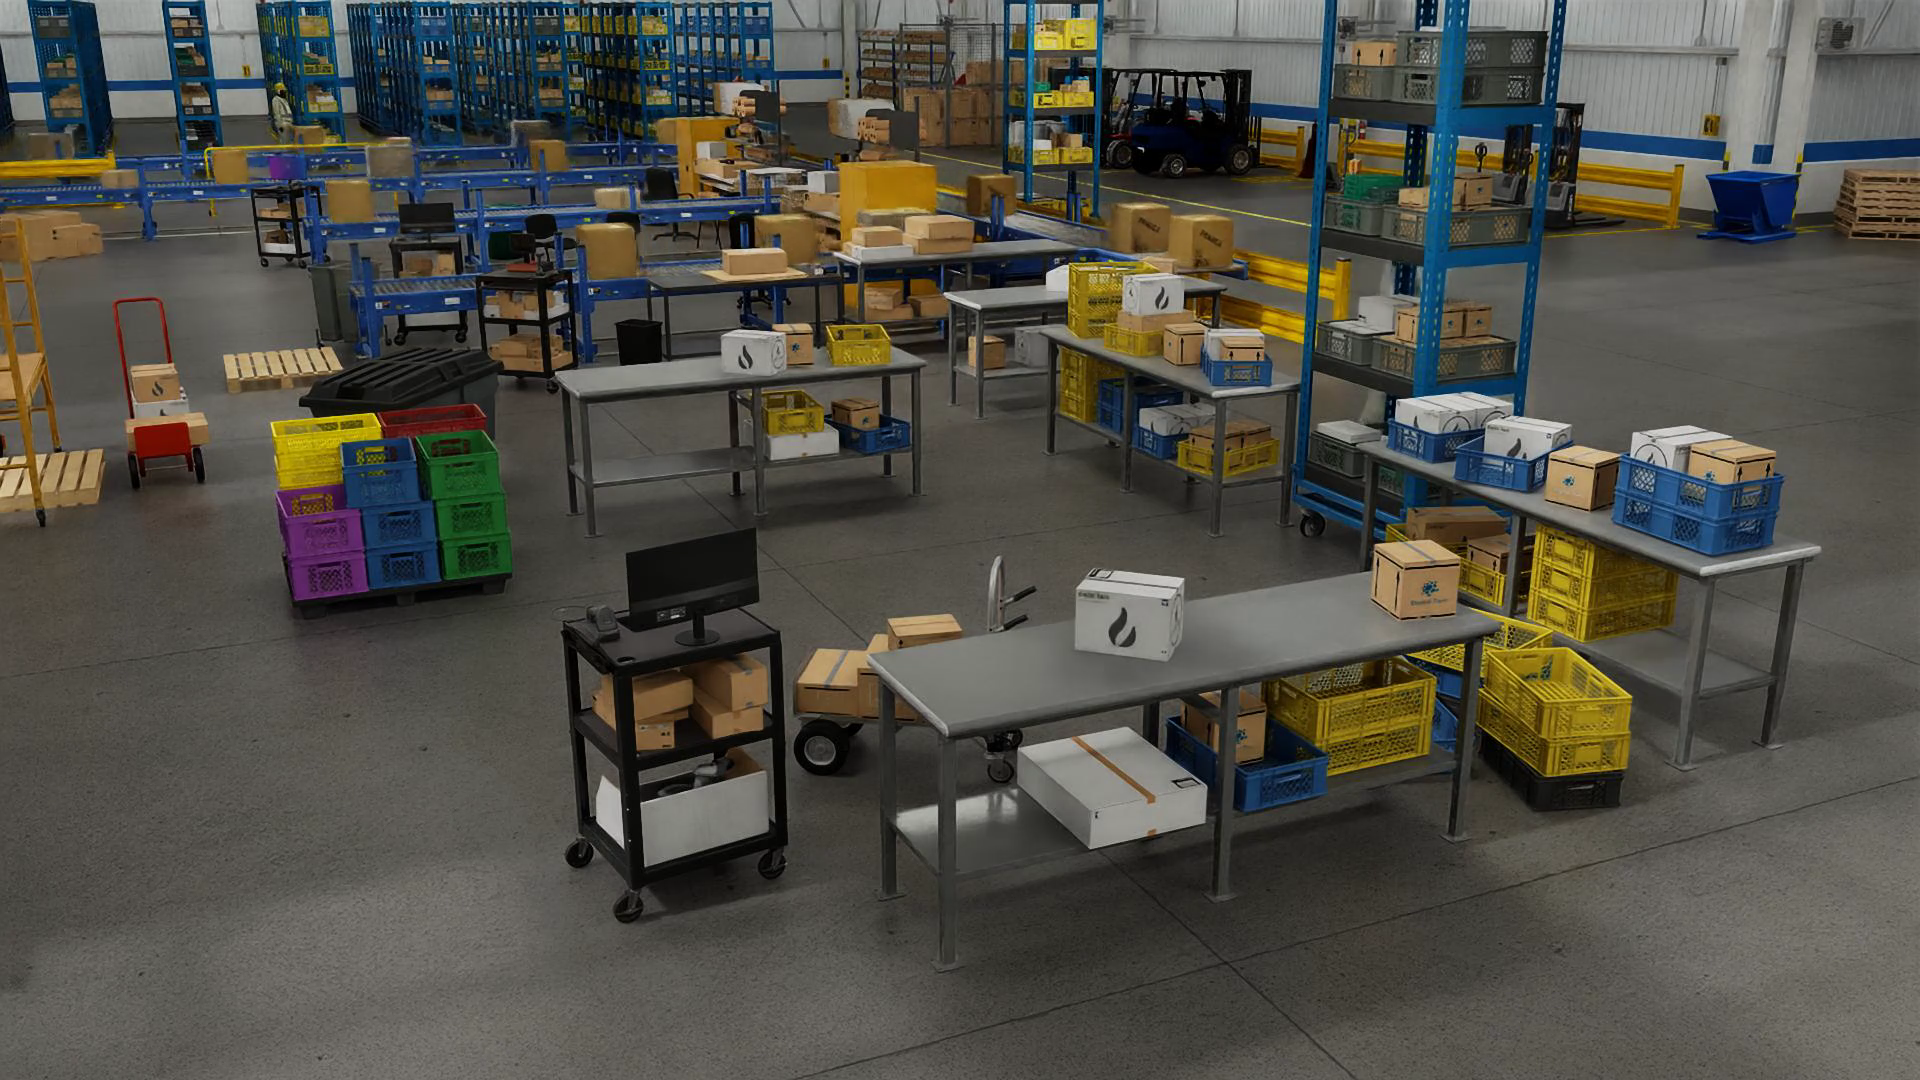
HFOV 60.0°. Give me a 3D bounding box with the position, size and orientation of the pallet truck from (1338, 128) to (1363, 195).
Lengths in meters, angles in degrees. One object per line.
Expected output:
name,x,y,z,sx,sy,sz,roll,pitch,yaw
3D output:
pallet truck,7.845,-7.140,31.411,1.522,1.261,0.704,-9,20,-25

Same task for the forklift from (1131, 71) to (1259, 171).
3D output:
forklift,4.998,-8.936,35.413,2.680,1.987,1.157,-9,20,-25

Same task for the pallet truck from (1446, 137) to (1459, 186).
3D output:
pallet truck,9.184,-6.485,29.328,1.630,1.274,0.653,-8,19,-23

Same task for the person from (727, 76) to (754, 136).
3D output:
person,-4.937,-9.415,37.433,0.625,1.990,0.394,3,18,9

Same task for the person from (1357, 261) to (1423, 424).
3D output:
person,3.360,-1.557,12.966,0.997,1.817,0.506,-3,18,-8

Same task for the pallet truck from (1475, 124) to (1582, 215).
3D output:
pallet truck,9.707,-6.455,28.103,1.885,1.965,0.823,-7,19,-20

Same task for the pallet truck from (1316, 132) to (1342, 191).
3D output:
pallet truck,7.723,-7.504,32.656,1.601,1.201,0.680,-8,19,-23

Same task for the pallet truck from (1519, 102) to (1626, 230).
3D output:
pallet truck,9.972,-6.037,26.785,1.885,1.965,0.823,-9,20,-25

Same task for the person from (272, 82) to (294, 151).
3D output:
person,-15.398,-9.480,37.898,0.404,1.832,0.594,-2,18,-5

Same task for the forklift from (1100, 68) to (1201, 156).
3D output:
forklift,4.082,-9.564,37.410,2.680,1.987,1.157,-8,19,-23
